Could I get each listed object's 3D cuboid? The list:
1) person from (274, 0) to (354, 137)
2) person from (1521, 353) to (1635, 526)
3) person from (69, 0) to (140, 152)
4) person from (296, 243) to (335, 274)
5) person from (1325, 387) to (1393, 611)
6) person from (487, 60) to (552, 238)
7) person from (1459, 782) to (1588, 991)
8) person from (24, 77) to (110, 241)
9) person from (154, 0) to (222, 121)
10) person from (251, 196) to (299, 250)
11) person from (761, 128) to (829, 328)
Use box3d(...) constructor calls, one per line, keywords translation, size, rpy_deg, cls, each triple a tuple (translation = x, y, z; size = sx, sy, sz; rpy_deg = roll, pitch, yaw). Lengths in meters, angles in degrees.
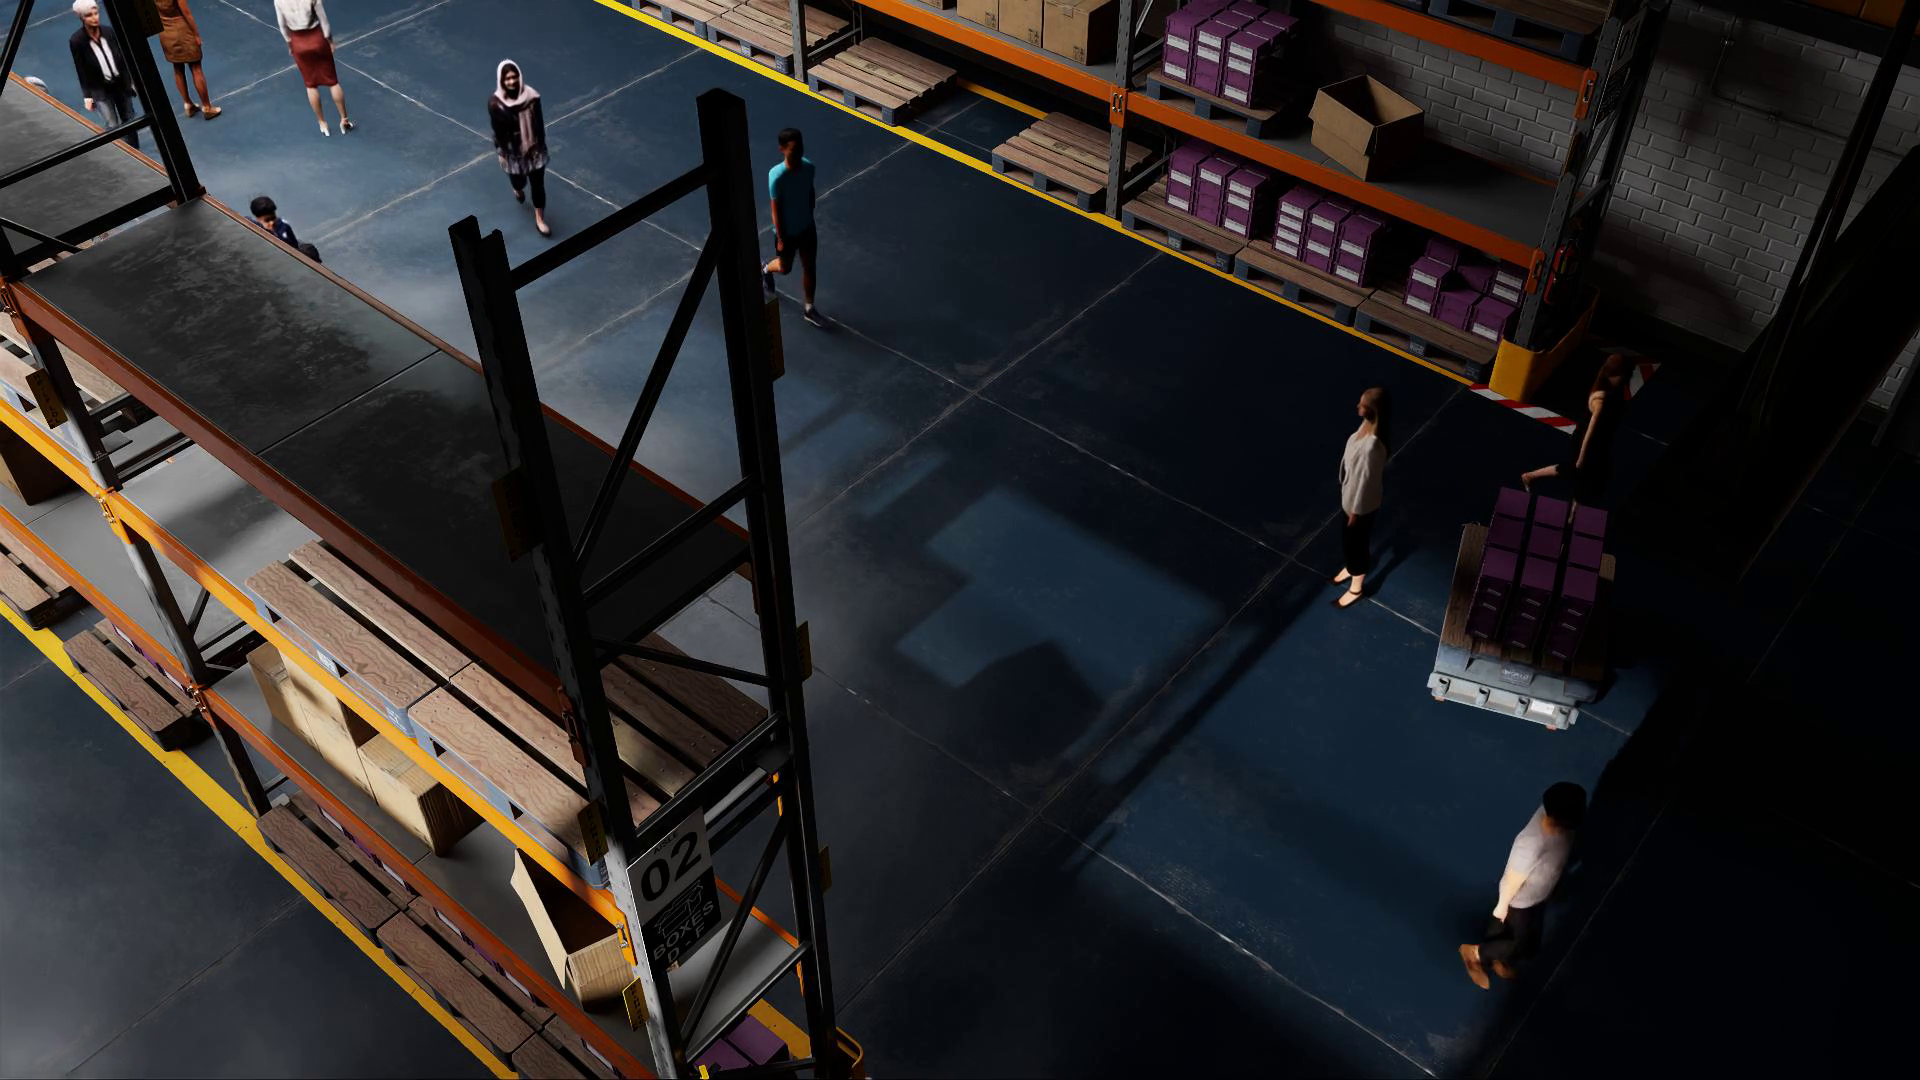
box3d(translation=(-6.211, -4.697, 15.926), size=(0.670, 1.750, 0.708), rpy_deg=(-7, 44, -7), cls="person")
box3d(translation=(4.418, -0.711, 11.857), size=(0.881, 1.592, 0.604), rpy_deg=(26, 49, 25), cls="person")
box3d(translation=(-8.002, -4.193, 15.469), size=(0.693, 1.763, 0.749), rpy_deg=(31, 52, 29), cls="person")
box3d(translation=(-5.104, -1.833, 13.290), size=(0.780, 1.239, 0.571), rpy_deg=(20, 47, 19), cls="person")
box3d(translation=(2.698, -0.278, 11.210), size=(0.719, 1.857, 0.693), rpy_deg=(4, 44, 4), cls="person")
box3d(translation=(-3.919, -3.527, 14.792), size=(0.830, 1.620, 1.020), rpy_deg=(-22, 48, -22), cls="person")
box3d(translation=(3.029, 1.845, 9.086), size=(0.618, 1.713, 0.607), rpy_deg=(28, 50, 26), cls="person")
box3d(translation=(-7.772, -3.211, 14.392), size=(1.093, 1.715, 0.582), rpy_deg=(29, 51, 27), cls="person")
box3d(translation=(-7.619, -4.907, 16.195), size=(0.587, 1.684, 0.699), rpy_deg=(10, 44, 10), cls="person")
box3d(translation=(-5.665, -2.353, 13.857), size=(0.542, 1.210, 0.535), rpy_deg=(-33, 53, -30), cls="person")
box3d(translation=(-1.429, -2.605, 13.725), size=(0.748, 1.757, 1.078), rpy_deg=(-31, 52, -28), cls="person")
